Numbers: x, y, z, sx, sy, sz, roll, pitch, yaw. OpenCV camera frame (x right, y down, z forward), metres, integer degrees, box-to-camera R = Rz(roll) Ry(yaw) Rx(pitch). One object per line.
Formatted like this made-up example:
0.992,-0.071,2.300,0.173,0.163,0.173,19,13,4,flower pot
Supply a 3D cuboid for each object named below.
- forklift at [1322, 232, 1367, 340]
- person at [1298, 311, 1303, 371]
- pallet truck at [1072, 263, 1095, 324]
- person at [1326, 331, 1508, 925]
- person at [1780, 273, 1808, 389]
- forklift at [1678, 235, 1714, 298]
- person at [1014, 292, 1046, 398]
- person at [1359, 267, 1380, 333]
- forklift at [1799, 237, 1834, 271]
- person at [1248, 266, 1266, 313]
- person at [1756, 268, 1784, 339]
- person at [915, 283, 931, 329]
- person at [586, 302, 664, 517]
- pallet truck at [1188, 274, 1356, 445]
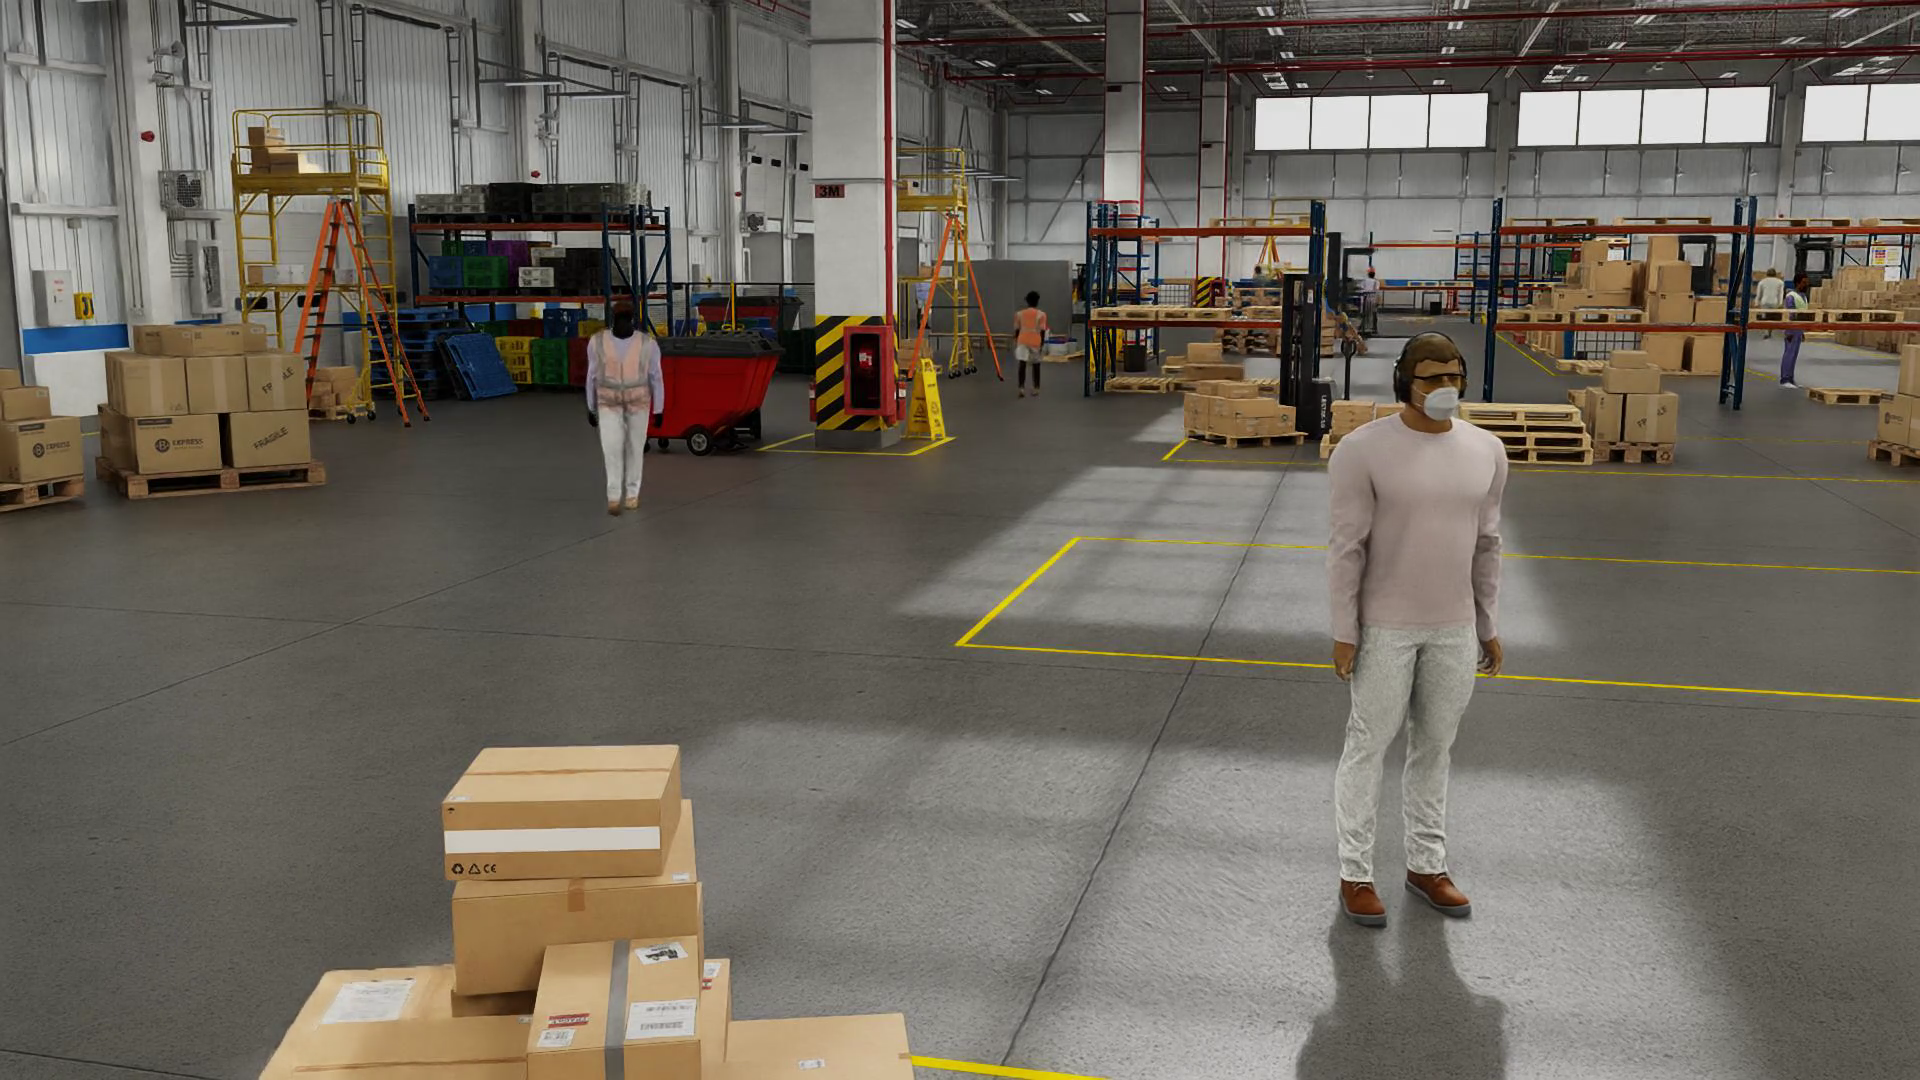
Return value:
9.776,-6.672,43.688,1.873,2.768,1.129,2,10,14,forklift
6.717,-4.127,32.066,0.485,1.739,0.319,-8,13,-40,person
4.325,-8.180,55.162,0.823,1.965,1.885,6,11,31,pallet truck
1.499,0.290,5.466,0.627,1.940,0.372,-2,10,-14,person
13.896,-3.475,27.695,0.392,1.920,0.588,9,13,44,person
21.463,-7.526,48.719,1.129,2.768,1.873,5,11,26,forklift
1.081,-3.045,25.947,0.534,1.656,0.883,3,10,17,person
11.732,-6.858,47.686,0.570,1.901,0.737,5,11,29,person
27.513,-8.352,53.577,1.129,2.768,1.873,7,12,34,forklift
9.512,-7.861,53.575,0.948,1.901,0.649,7,12,34,person
21.733,-6.341,44.670,0.647,1.893,1.011,4,10,23,person
-1.114,-7.379,50.656,0.543,1.930,0.389,-5,11,-28,person
-2.834,-1.105,14.100,0.651,1.790,0.952,-2,10,-10,person
3.653,-2.138,19.590,1.885,1.965,0.823,-4,10,-20,pallet truck
